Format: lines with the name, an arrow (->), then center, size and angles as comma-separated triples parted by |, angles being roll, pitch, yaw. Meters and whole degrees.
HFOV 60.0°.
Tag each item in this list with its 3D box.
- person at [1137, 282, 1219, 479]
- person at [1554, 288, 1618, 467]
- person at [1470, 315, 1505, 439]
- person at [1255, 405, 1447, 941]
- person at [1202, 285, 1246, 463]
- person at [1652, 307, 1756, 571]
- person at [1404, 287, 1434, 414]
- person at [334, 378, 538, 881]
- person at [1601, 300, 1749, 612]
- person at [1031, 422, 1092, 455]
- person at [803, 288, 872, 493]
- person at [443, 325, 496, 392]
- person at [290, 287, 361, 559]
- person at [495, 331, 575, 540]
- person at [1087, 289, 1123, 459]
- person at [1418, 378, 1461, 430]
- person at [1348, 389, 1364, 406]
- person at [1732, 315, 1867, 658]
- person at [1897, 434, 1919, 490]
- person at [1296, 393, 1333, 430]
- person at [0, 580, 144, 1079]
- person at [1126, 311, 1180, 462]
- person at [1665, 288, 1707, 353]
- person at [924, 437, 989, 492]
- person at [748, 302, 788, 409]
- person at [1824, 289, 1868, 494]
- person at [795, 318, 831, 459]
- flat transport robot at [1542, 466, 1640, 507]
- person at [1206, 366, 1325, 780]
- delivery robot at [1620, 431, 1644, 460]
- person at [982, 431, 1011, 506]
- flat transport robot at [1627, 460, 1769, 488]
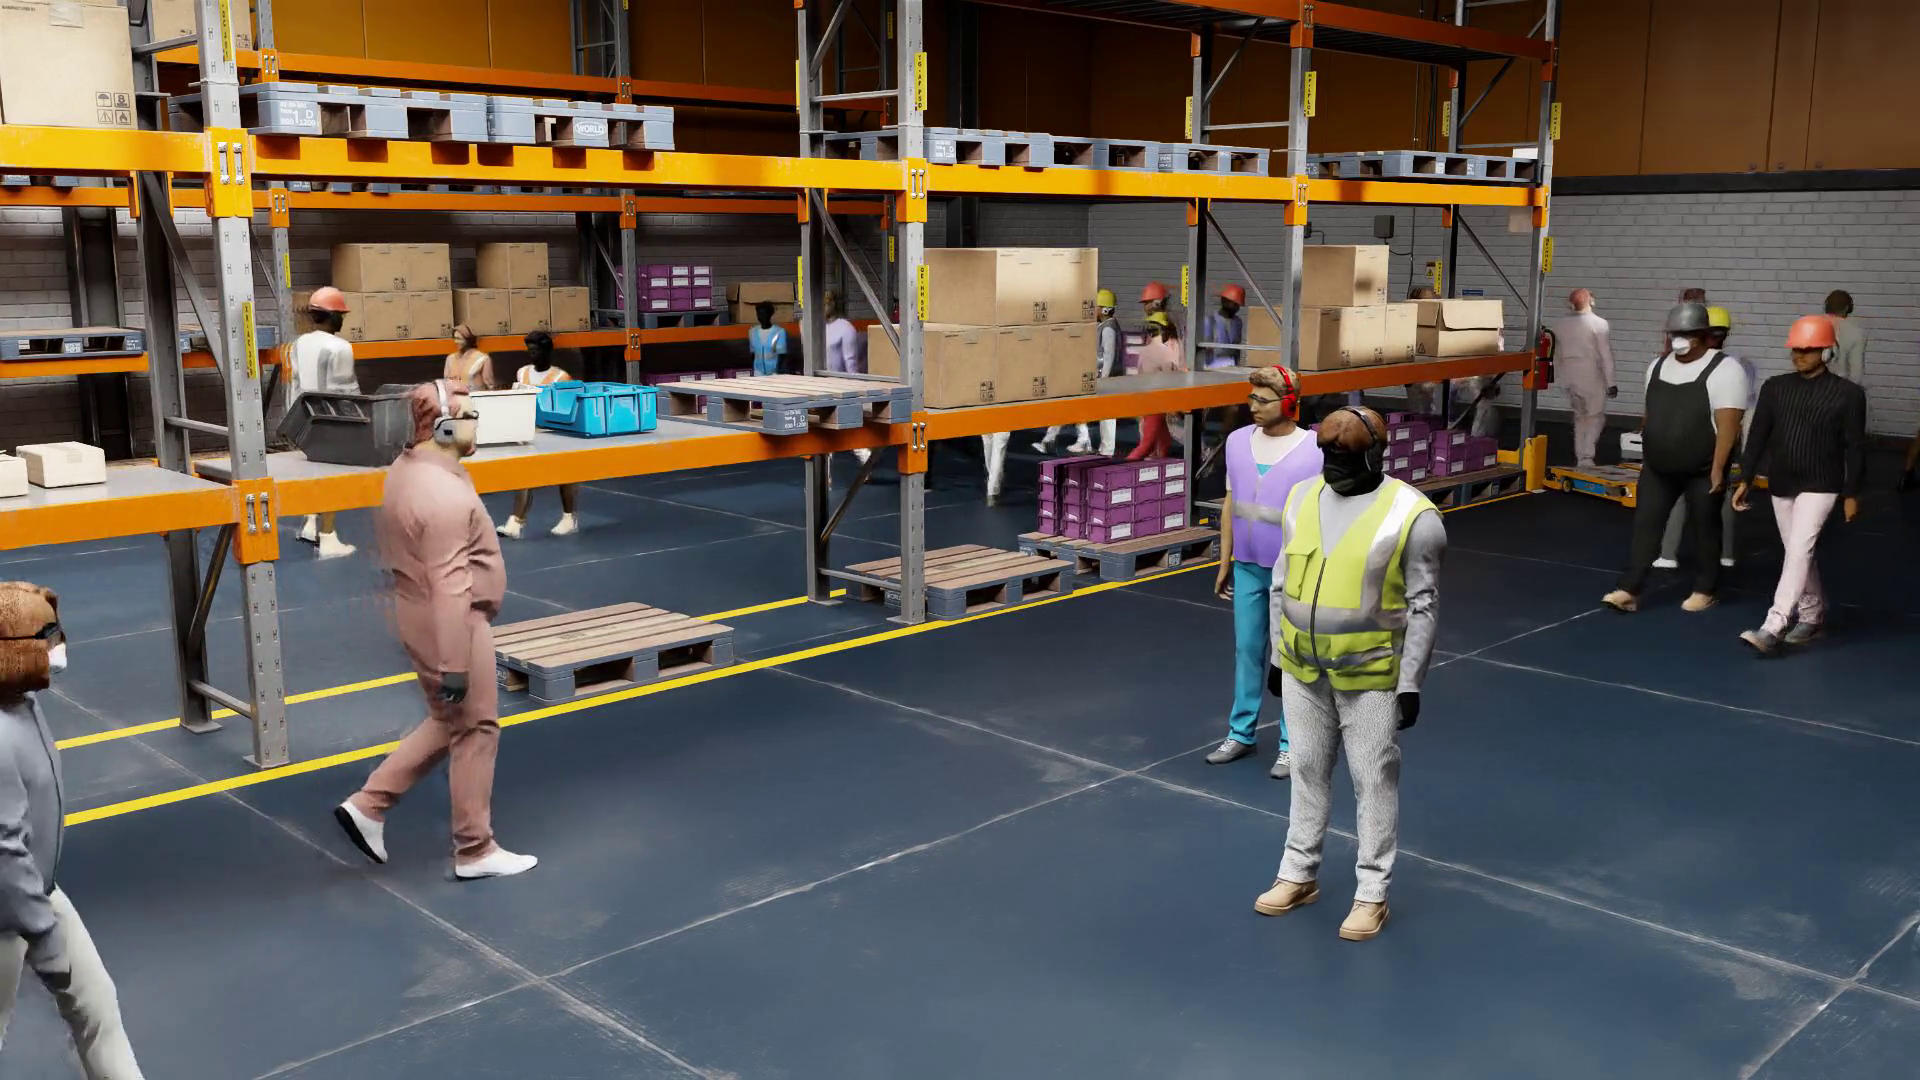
person -> 2.043, -1.500, 16.072 | 0.876, 1.960, 0.648 | 0, 10, 0
person -> 6.357, -1.598, 16.832 | 0.498, 1.874, 0.688 | -4, 11, -22
person -> 5.627, -1.629, 17.690 | 0.569, 1.610, 0.547 | 9, 14, 41
person -> 1.323, 0.452, 5.745 | 0.621, 1.837, 0.429 | 9, 14, 42
person -> 2.751, -1.739, 17.546 | 0.651, 1.880, 0.793 | -5, 12, -25
person -> 5.402, -0.728, 12.030 | 0.623, 1.910, 0.443 | 0, 10, 1
person -> 5.027, -1.841, 18.226 | 0.429, 1.841, 0.634 | 8, 13, 38
person -> -1.945, 0.356, 6.101 | 0.597, 1.897, 0.648 | -7, 12, -33
person -> 4.516, -0.519, 10.472 | 0.968, 2.000, 0.700 | -8, 13, -37
person -> 1.123, -1.847, 18.261 | 0.956, 1.828, 0.646 | -6, 12, -32
person -> -1.166, -1.406, 15.654 | 0.633, 1.919, 0.738 | 9, 14, 40
person -> -4.502, -1.198, 15.403 | 0.533, 1.592, 0.916 | 5, 12, 27
person -> -4.712, -0.868, 12.434 | 0.607, 2.027, 0.471 | 8, 13, 38
person -> -3.312, -0.804, 13.060 | 0.543, 1.648, 0.864 | 4, 11, 22
person -> 1.516, -1.725, 17.607 | 0.403, 1.837, 0.588 | 1, 10, 4
person -> 4.891, -1.597, 17.207 | 0.710, 1.745, 0.545 | 4, 11, 22
person -> 4.748, -2.233, 20.184 | 0.399, 1.910, 0.643 | 2, 11, 12
person -> 4.793, -0.310, 9.576 | 1.020, 1.940, 0.612 | -6, 12, -31
person -> 9.262, -1.347, 15.452 | 0.850, 1.868, 0.553 | 3, 11, 15
person -> 3.713, -1.700, 17.361 | 0.674, 1.880, 0.625 | -6, 12, -31
person -> -2.184, 0.887, 4.013 | 0.799, 1.594, 0.526 | -3, 11, -18
person -> 1.696, -1.213, 15.130 | 0.818, 1.732, 0.522 | -3, 11, -18
person -> 7.666, -1.707, 17.471 | 1.007, 1.847, 0.659 | 4, 11, 19
person -> -0.110, -1.382, 15.497 | 0.815, 1.937, 0.644 | -3, 11, -14
person -> -2.249, -1.962, 19.442 | 0.521, 1.625, 0.942 | 3, 11, 17
person -> 8.050, -1.364, 15.455 | 0.694, 1.911, 0.642 | -9, 14, -41
person -> -1.564, -1.791, 17.979 | 0.488, 1.839, 0.728 | 4, 11, 20
flat transport robot -> 6.036, -0.506, 15.235 | 0.652, 0.197, 1.431 | -3, 11, -15
person -> 1.411, 0.138, 7.442 | 0.563, 1.839, 0.386 | 9, 14, 42
delivery robot -> 6.962, -0.940, 16.568 | 0.477, 0.478, 0.707 | -8, 13, -36
person -> 0.353, -1.264, 15.082 | 0.590, 1.828, 1.004 | 3, 11, 15
flat transport robot -> 6.959, -0.615, 15.825 | 1.431, 0.197, 0.652 | -3, 11, -17
